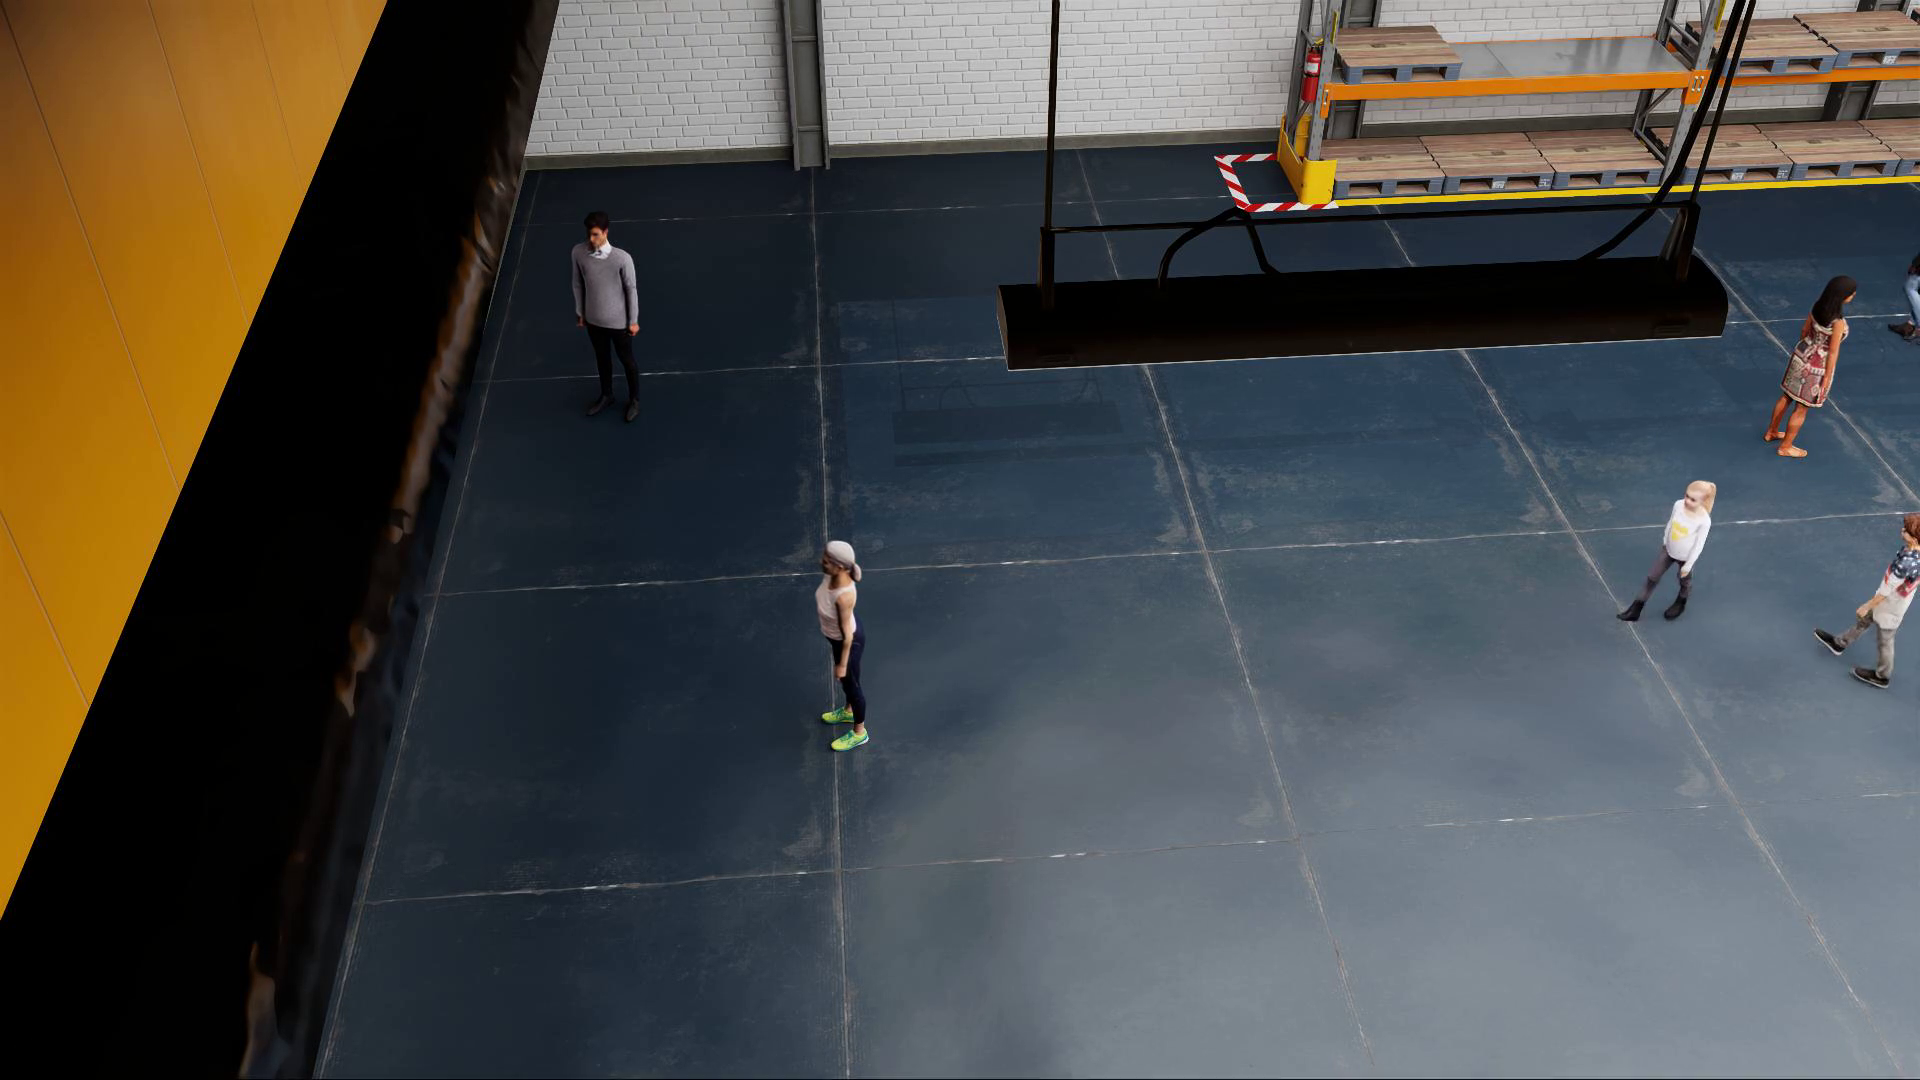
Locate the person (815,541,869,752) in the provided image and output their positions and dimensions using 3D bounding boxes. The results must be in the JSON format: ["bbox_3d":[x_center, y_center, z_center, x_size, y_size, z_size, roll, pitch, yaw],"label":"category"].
[{"bbox_3d":[-0.766,0.678,11.107,0.585,1.703,0.631,-10,40,-12],"label":"person"}]

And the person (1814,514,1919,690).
[{"bbox_3d":[6.583,0.452,11.619,0.894,1.418,0.856,30,47,32],"label":"person"}]

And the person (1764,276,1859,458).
[{"bbox_3d":[7.087,-1.466,13.839,0.520,1.645,0.652,-4,39,-5],"label":"person"}]

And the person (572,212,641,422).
[{"bbox_3d":[-2.996,-1.930,14.198,0.729,1.922,0.888,12,40,14],"label":"person"}]

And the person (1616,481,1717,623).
[{"bbox_3d":[5.339,0.086,12.215,0.942,1.247,0.758,-22,44,-25],"label":"person"}]
